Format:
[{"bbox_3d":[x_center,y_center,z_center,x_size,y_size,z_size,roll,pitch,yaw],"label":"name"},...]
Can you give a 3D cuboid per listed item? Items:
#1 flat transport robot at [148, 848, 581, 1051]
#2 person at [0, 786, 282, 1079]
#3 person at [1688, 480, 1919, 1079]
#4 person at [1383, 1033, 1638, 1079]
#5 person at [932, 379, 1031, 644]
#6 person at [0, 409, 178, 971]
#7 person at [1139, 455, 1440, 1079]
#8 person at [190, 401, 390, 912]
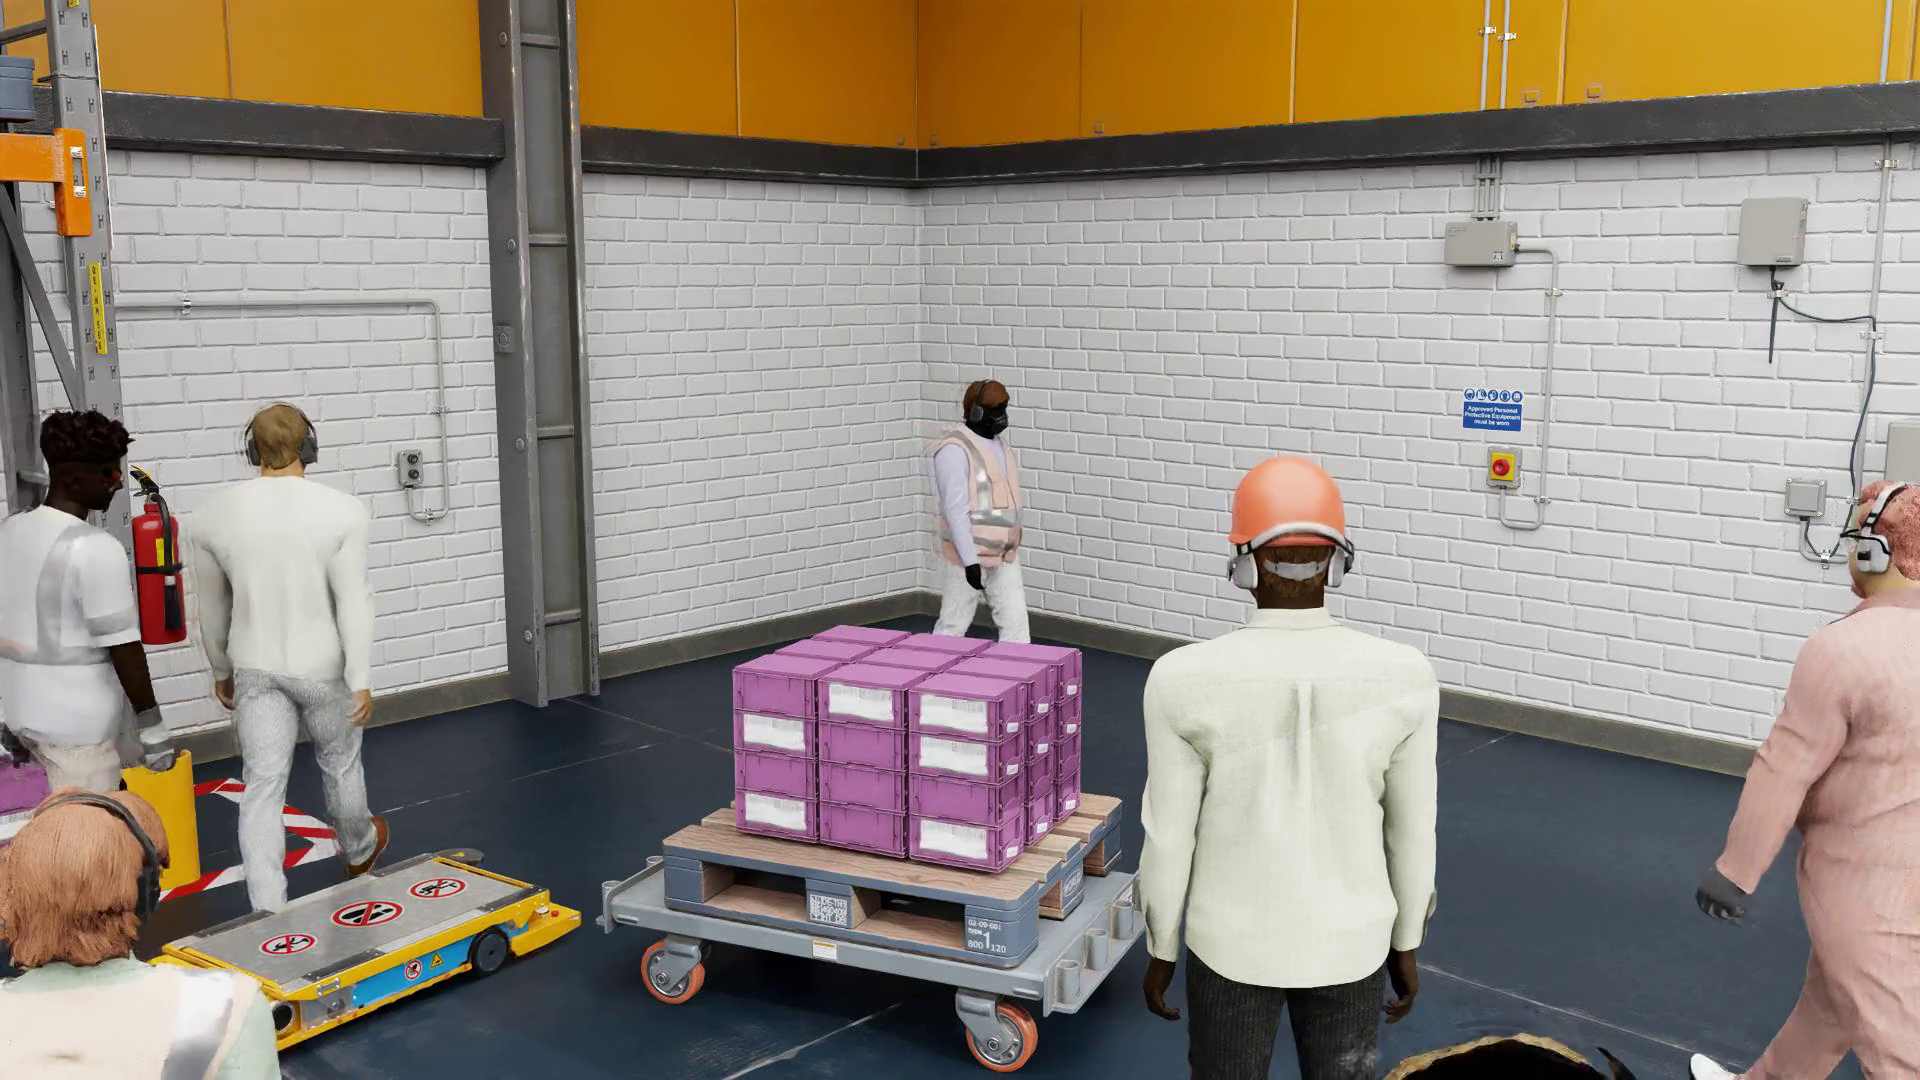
[{"bbox_3d":[-2.007,1.346,5.468,0.652,0.197,1.431,6,11,34],"label":"flat transport robot"},{"bbox_3d":[-1.280,1.149,2.570,0.545,1.598,0.807,-2,10,-13],"label":"person"},{"bbox_3d":[2.157,0.781,4.069,0.659,1.856,0.973,-4,10,-25],"label":"person"},{"bbox_3d":[0.291,1.212,1.260,0.635,1.917,0.598,-6,11,-31],"label":"person"},{"bbox_3d":[0.107,0.081,8.620,0.842,1.816,0.635,6,11,34],"label":"person"},{"bbox_3d":[-2.813,0.548,5.287,0.618,1.933,0.462,7,11,35],"label":"person"},{"bbox_3d":[0.667,0.819,3.431,0.611,1.994,0.379,0,9,-2],"label":"person"},{"bbox_3d":[-2.384,0.452,5.985,0.646,1.888,1.039,-1,9,-4],"label":"person"}]
